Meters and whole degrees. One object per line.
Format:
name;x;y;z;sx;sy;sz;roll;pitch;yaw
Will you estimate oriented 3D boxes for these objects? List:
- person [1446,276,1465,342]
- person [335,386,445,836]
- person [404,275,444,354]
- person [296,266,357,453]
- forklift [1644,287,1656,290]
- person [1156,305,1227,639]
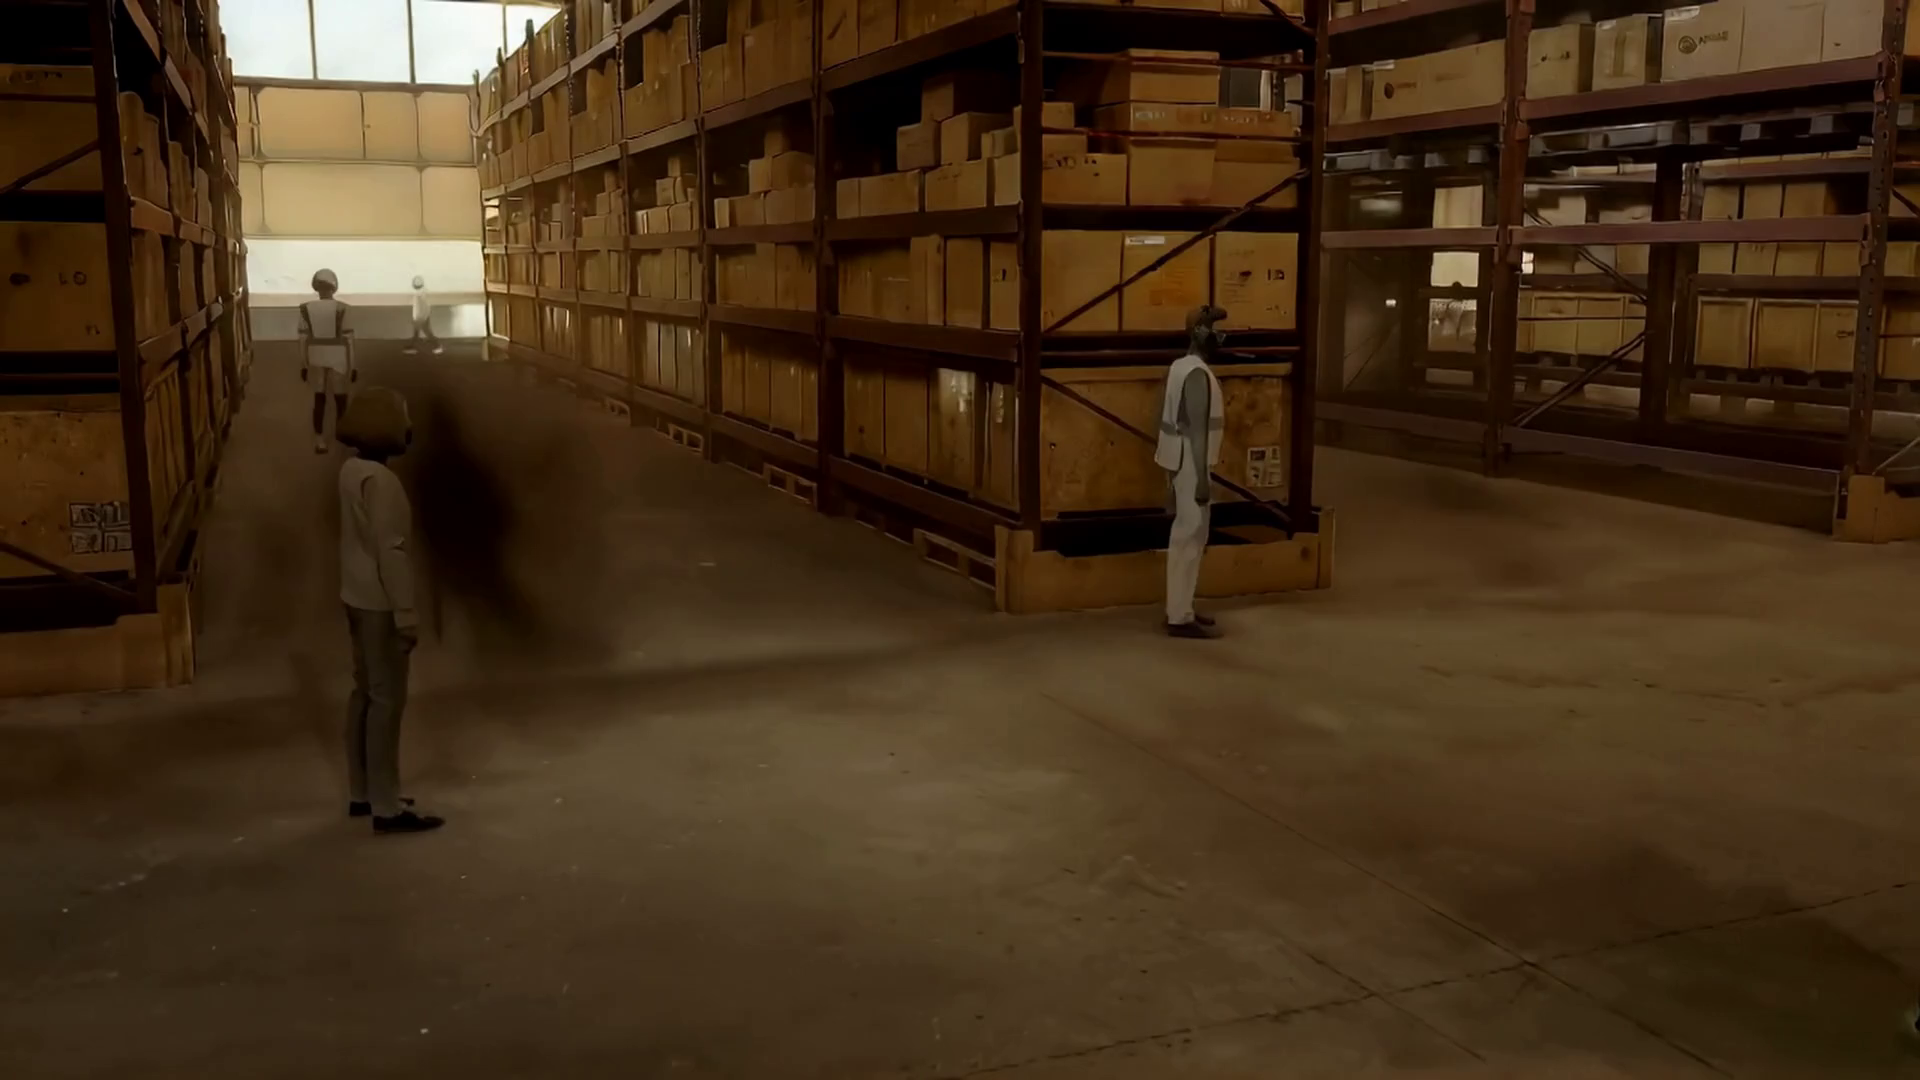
person;12.864;-5.983;43.137;0.493;1.712;0.648;1;9;4
person;-2.104;0.254;6.072;0.276;1.631;0.507;-7;12;-37
person;-12.119;-5.077;37.543;0.895;1.794;0.589;-2;10;-11
person;-6.897;-1.949;18.142;0.617;2.057;0.550;-1;10;-5
forklift;12.289;-4.177;28.885;1.129;2.768;1.873;-4;10;-22
person;1.280;-0.383;9.261;0.372;1.840;0.570;0;9;0
